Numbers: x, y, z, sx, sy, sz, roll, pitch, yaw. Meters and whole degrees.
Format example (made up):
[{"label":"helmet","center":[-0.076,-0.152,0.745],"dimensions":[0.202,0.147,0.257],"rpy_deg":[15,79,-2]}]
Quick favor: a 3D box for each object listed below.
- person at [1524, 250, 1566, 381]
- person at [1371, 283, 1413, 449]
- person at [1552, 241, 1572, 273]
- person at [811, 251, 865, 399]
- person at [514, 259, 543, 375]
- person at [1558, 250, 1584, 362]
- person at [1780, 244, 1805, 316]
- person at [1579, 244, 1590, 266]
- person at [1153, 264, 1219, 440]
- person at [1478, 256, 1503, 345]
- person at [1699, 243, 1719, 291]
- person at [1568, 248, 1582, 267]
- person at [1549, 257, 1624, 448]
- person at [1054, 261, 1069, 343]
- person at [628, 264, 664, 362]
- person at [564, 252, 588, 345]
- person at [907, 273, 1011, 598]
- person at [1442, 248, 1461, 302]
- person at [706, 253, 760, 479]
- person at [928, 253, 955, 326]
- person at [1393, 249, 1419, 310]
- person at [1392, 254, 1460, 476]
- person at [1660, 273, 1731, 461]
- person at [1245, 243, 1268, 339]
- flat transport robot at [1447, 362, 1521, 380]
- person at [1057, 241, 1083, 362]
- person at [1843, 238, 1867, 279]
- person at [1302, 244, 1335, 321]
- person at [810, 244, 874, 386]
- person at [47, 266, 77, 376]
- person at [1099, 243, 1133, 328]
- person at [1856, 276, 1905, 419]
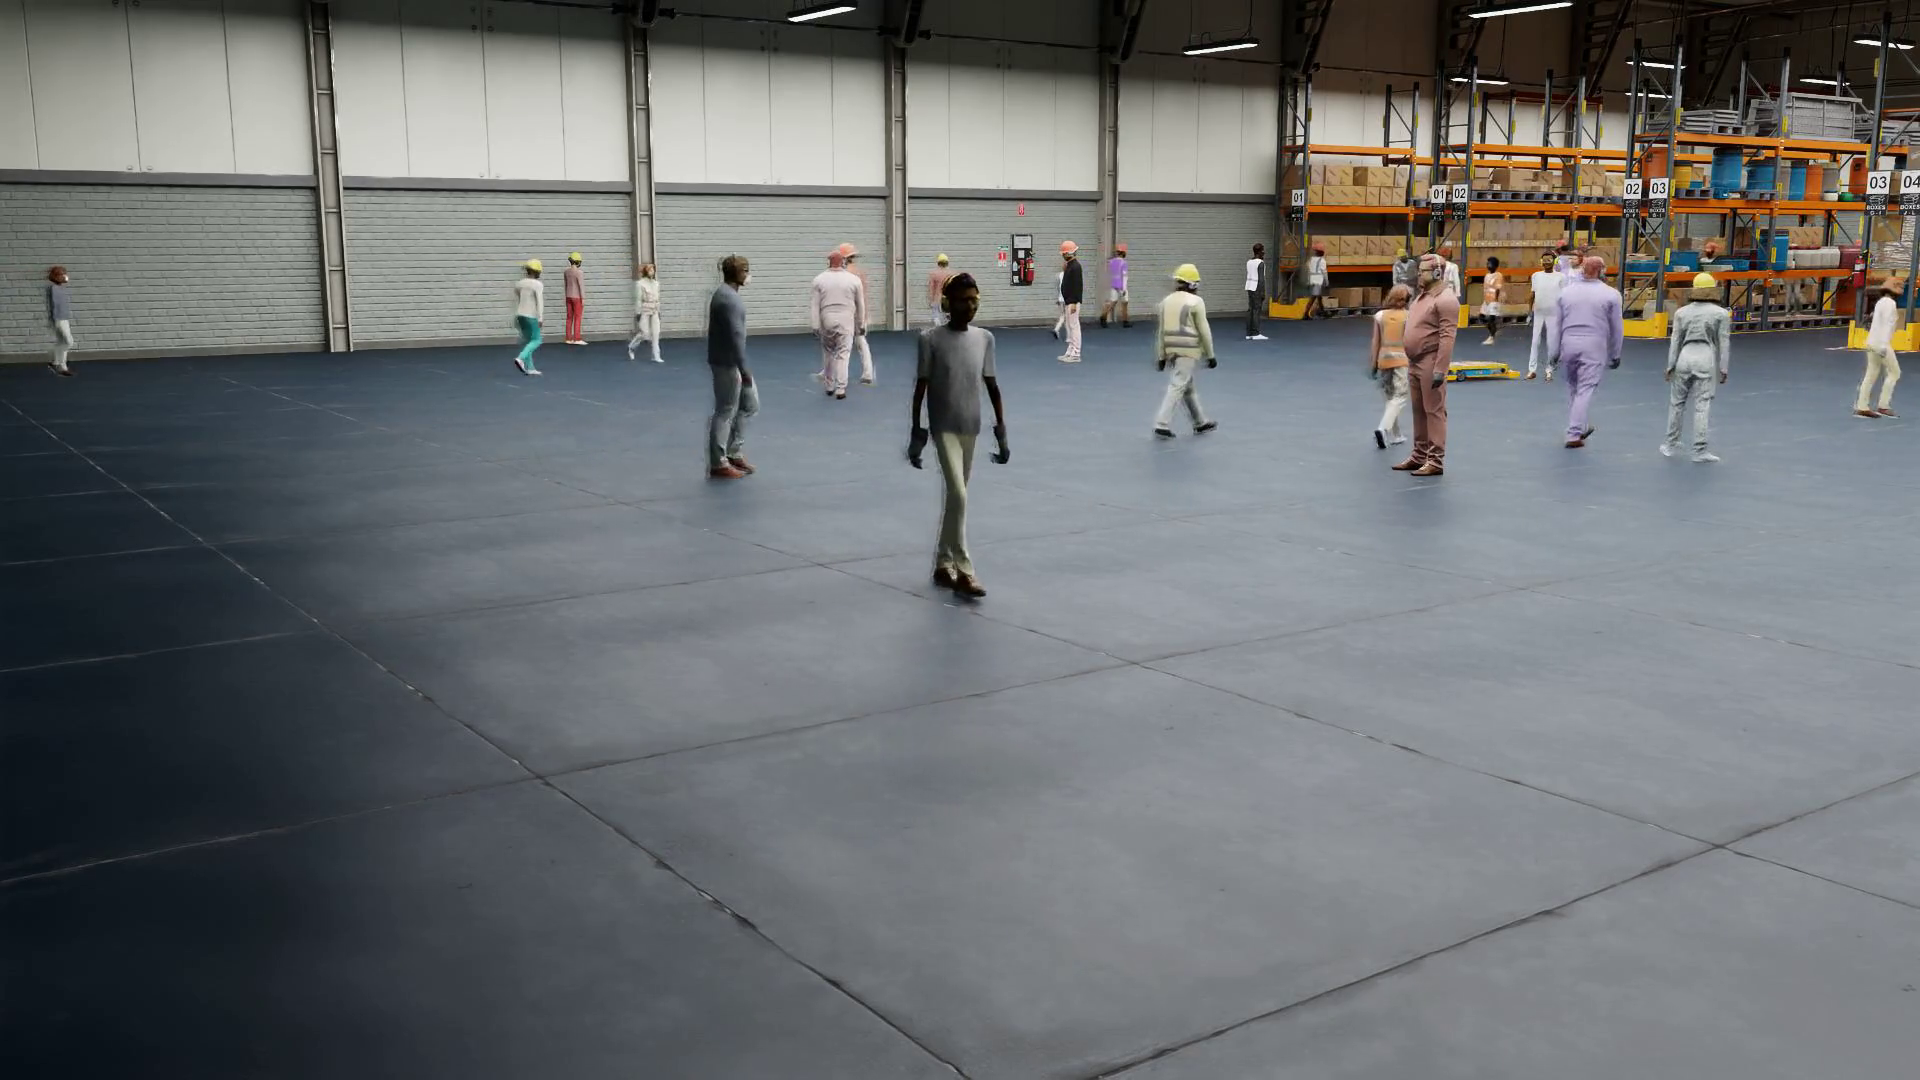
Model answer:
[{"label":"person","center":[8.419,-3.228,23.917],"dimensions":[0.520,1.874,0.327],"rpy_deg":[6,12,30]},{"label":"person","center":[4.262,-1.705,16.294],"dimensions":[0.524,1.608,0.773],"rpy_deg":[9,13,39]},{"label":"person","center":[13.016,-5.460,35.879],"dimensions":[0.672,1.966,1.048],"rpy_deg":[-2,11,-11]},{"label":"person","center":[-1.548,-2.762,21.382],"dimensions":[0.661,1.869,0.935],"rpy_deg":[1,10,5]},{"label":"person","center":[-6.415,-3.301,24.710],"dimensions":[0.531,1.738,0.577],"rpy_deg":[7,12,33]},{"label":"person","center":[10.071,-3.826,27.276],"dimensions":[0.389,1.842,0.566],"rpy_deg":[-7,12,-33]},{"label":"person","center":[20.864,-6.476,41.689],"dimensions":[0.601,1.879,0.600],"rpy_deg":[3,11,17]},{"label":"person","center":[13.506,-5.472,36.122],"dimensions":[0.400,1.910,0.643],"rpy_deg":[-2,11,-11]},{"label":"person","center":[2.314,-1.921,17.023],"dimensions":[0.976,1.783,0.588],"rpy_deg":[-6,12,-31]},{"label":"person","center":[10.117,-4.547,31.670],"dimensions":[0.362,1.685,0.535],"rpy_deg":[-3,11,-15]},{"label":"person","center":[17.294,-5.911,38.504],"dimensions":[0.440,1.917,0.559],"rpy_deg":[-8,13,-36]},{"label":"person","center":[12.414,-4.992,33.704],"dimensions":[0.404,1.827,0.535],"rpy_deg":[4,11,22]},{"label":"person","center":[6.222,-1.858,16.456],"dimensions":[0.645,1.853,0.991],"rpy_deg":[9,14,41]},{"label":"person","center":[2.074,-4.646,32.341],"dimensions":[0.534,1.629,0.418],"rpy_deg":[10,14,43]},{"label":"person","center":[-5.176,-3.730,27.360],"dimensions":[0.614,1.625,0.524],"rpy_deg":[7,13,35]},{"label":"person","center":[-7.339,-4.605,31.781],"dimensions":[0.522,1.764,0.334],"rpy_deg":[7,13,35]},{"label":"person","center":[0.050,-0.588,9.525],"dimensions":[0.562,1.837,0.796],"rpy_deg":[-7,12,-32]},{"label":"person","center":[9.859,-5.018,33.841],"dimensions":[0.985,1.835,0.594],"rpy_deg":[-9,14,-40]},{"label":"person","center":[-1.909,-1.462,14.116],"dimensions":[0.559,1.921,0.648],"rpy_deg":[-1,10,-6]},{"label":"person","center":[-0.330,-4.567,31.595],"dimensions":[0.537,1.750,0.574],"rpy_deg":[-2,10,-10]},{"label":"person","center":[10.664,-6.057,39.715],"dimensions":[0.658,1.767,0.903],"rpy_deg":[1,10,8]},{"label":"person","center":[4.036,-1.511,14.409],"dimensions":[0.410,1.910,0.641],"rpy_deg":[-2,10,-10]},{"label":"person","center":[6.809,-1.599,15.418],"dimensions":[0.602,1.717,0.543],"rpy_deg":[7,12,33]},{"label":"person","center":[5.970,-5.012,33.568],"dimensions":[0.392,1.920,0.589],"rpy_deg":[-4,11,-20]},{"label":"flat transport robot","center":[7.328,-2.456,24.078],"dimensions":[1.431,0.197,0.652],"rpy_deg":[-4,11,-21]},{"label":"person","center":[1.824,-3.931,27.465],"dimensions":[0.397,1.984,0.608],"rpy_deg":[-1,10,-7]},{"label":"person","center":[25.134,-7.456,46.678],"dimensions":[0.612,2.028,0.659],"rpy_deg":[6,12,29]},{"label":"person","center":[8.837,-6.329,40.892],"dimensions":[1.011,1.879,0.570],"rpy_deg":[-4,11,-23]},{"label":"person","center":[-1.621,-3.108,23.038],"dimensions":[0.977,1.946,0.649],"rpy_deg":[4,11,21]},{"label":"person","center":[-13.218,-3.214,24.506],"dimensions":[0.348,1.625,0.517],"rpy_deg":[-2,11,-11]},{"label":"person","center":[3.543,-5.703,37.371],"dimensions":[0.840,1.916,0.545],"rpy_deg":[-9,14,-41]},{"label":"person","center":[10.512,-2.179,18.869],"dimensions":[0.558,1.602,0.571],"rpy_deg":[2,11,12]}]
